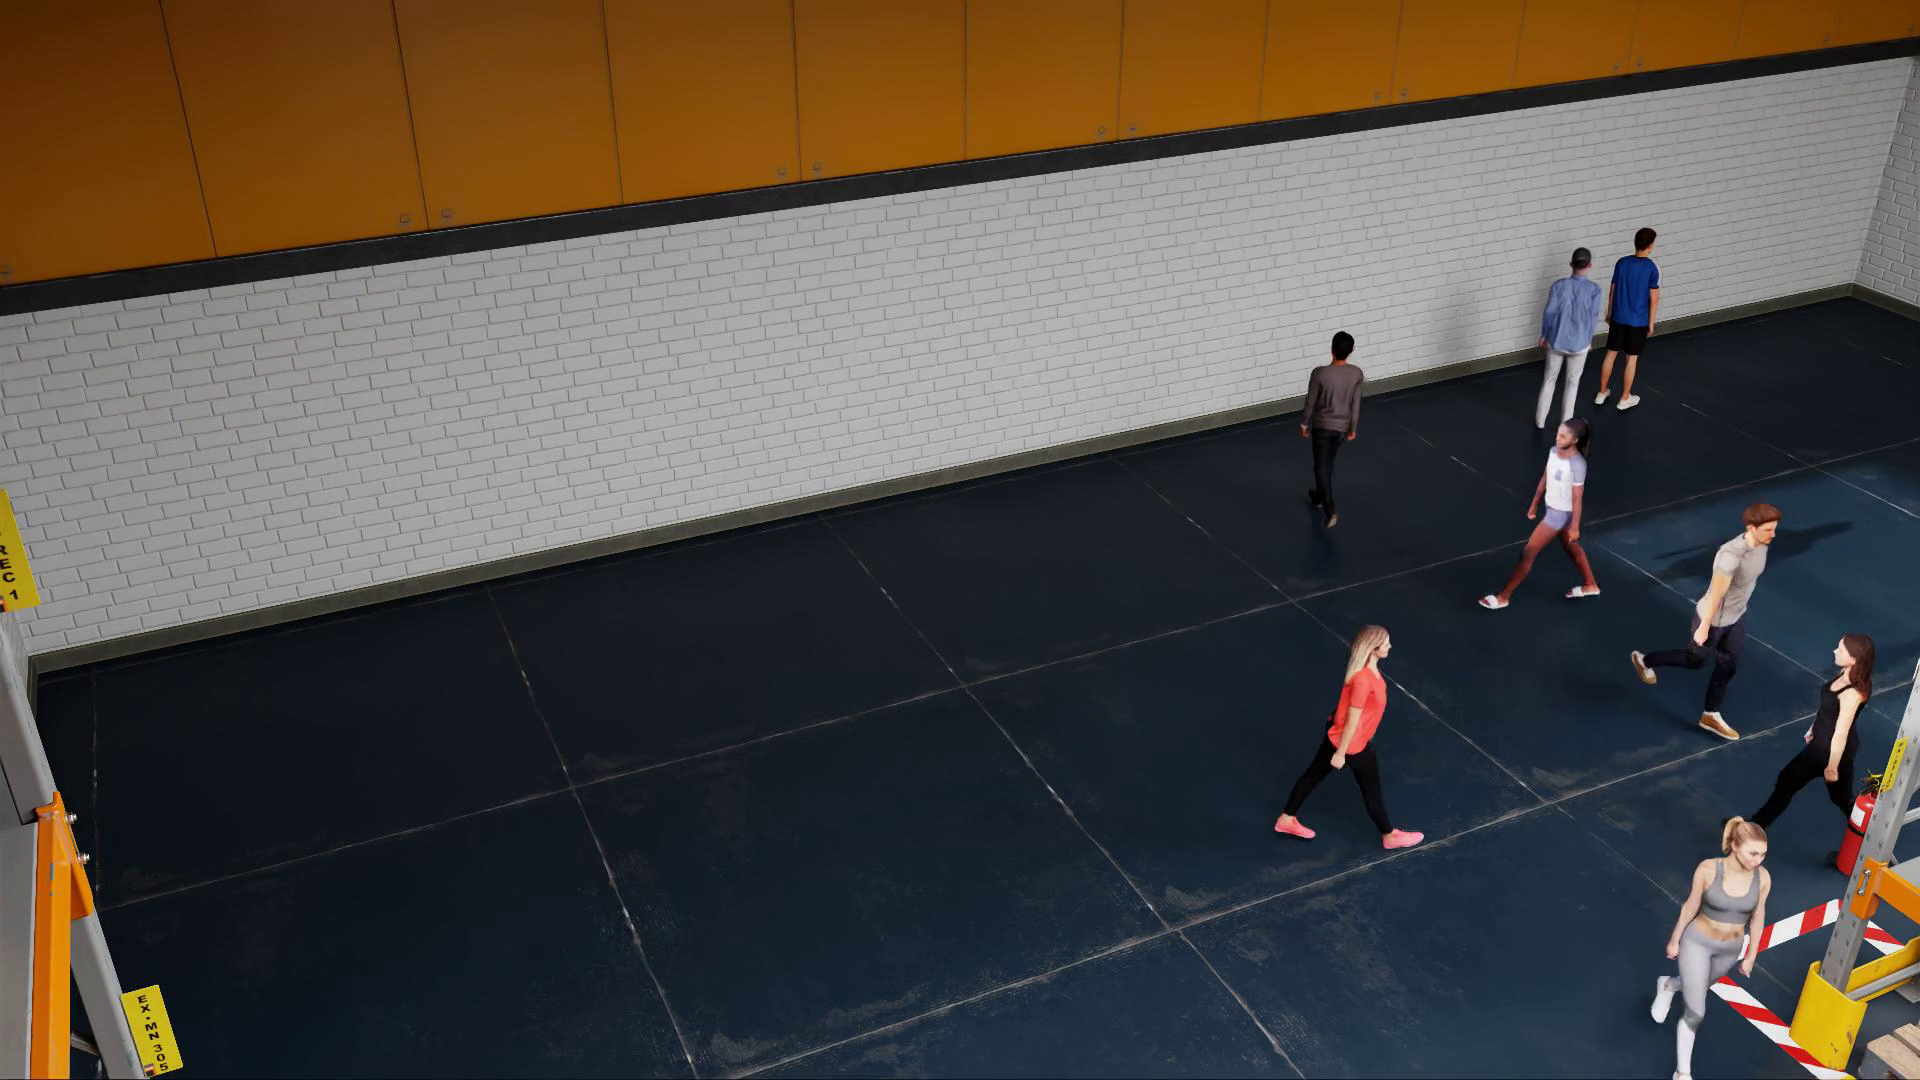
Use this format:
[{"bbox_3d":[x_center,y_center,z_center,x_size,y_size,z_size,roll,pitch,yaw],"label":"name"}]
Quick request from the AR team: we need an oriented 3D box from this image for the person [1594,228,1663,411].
[{"bbox_3d":[6.783,-2.255,16.857,0.664,1.866,0.796,22,36,35],"label":"person"}]

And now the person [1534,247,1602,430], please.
[{"bbox_3d":[5.959,-1.944,16.266,0.742,1.886,0.820,13,31,22],"label":"person"}]

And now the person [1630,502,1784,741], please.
[{"bbox_3d":[5.318,0.504,11.825,0.771,1.842,1.167,-18,33,-30],"label":"person"}]

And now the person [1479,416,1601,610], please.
[{"bbox_3d":[4.853,-0.173,13.255,0.976,1.661,1.278,-3,29,-5],"label":"person"}]

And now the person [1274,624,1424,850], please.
[{"bbox_3d":[2.386,1.286,10.609,1.091,1.633,1.172,4,29,8],"label":"person"}]

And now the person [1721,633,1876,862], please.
[{"bbox_3d":[5.557,1.360,10.461,1.210,1.645,1.028,16,32,26],"label":"person"}]

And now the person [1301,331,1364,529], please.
[{"bbox_3d":[3.264,-0.950,14.593,1.177,1.743,0.891,-12,31,-20],"label":"person"}]

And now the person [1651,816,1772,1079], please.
[{"bbox_3d":[4.032,2.150,8.988,0.961,1.669,1.198,3,29,5],"label":"person"}]
